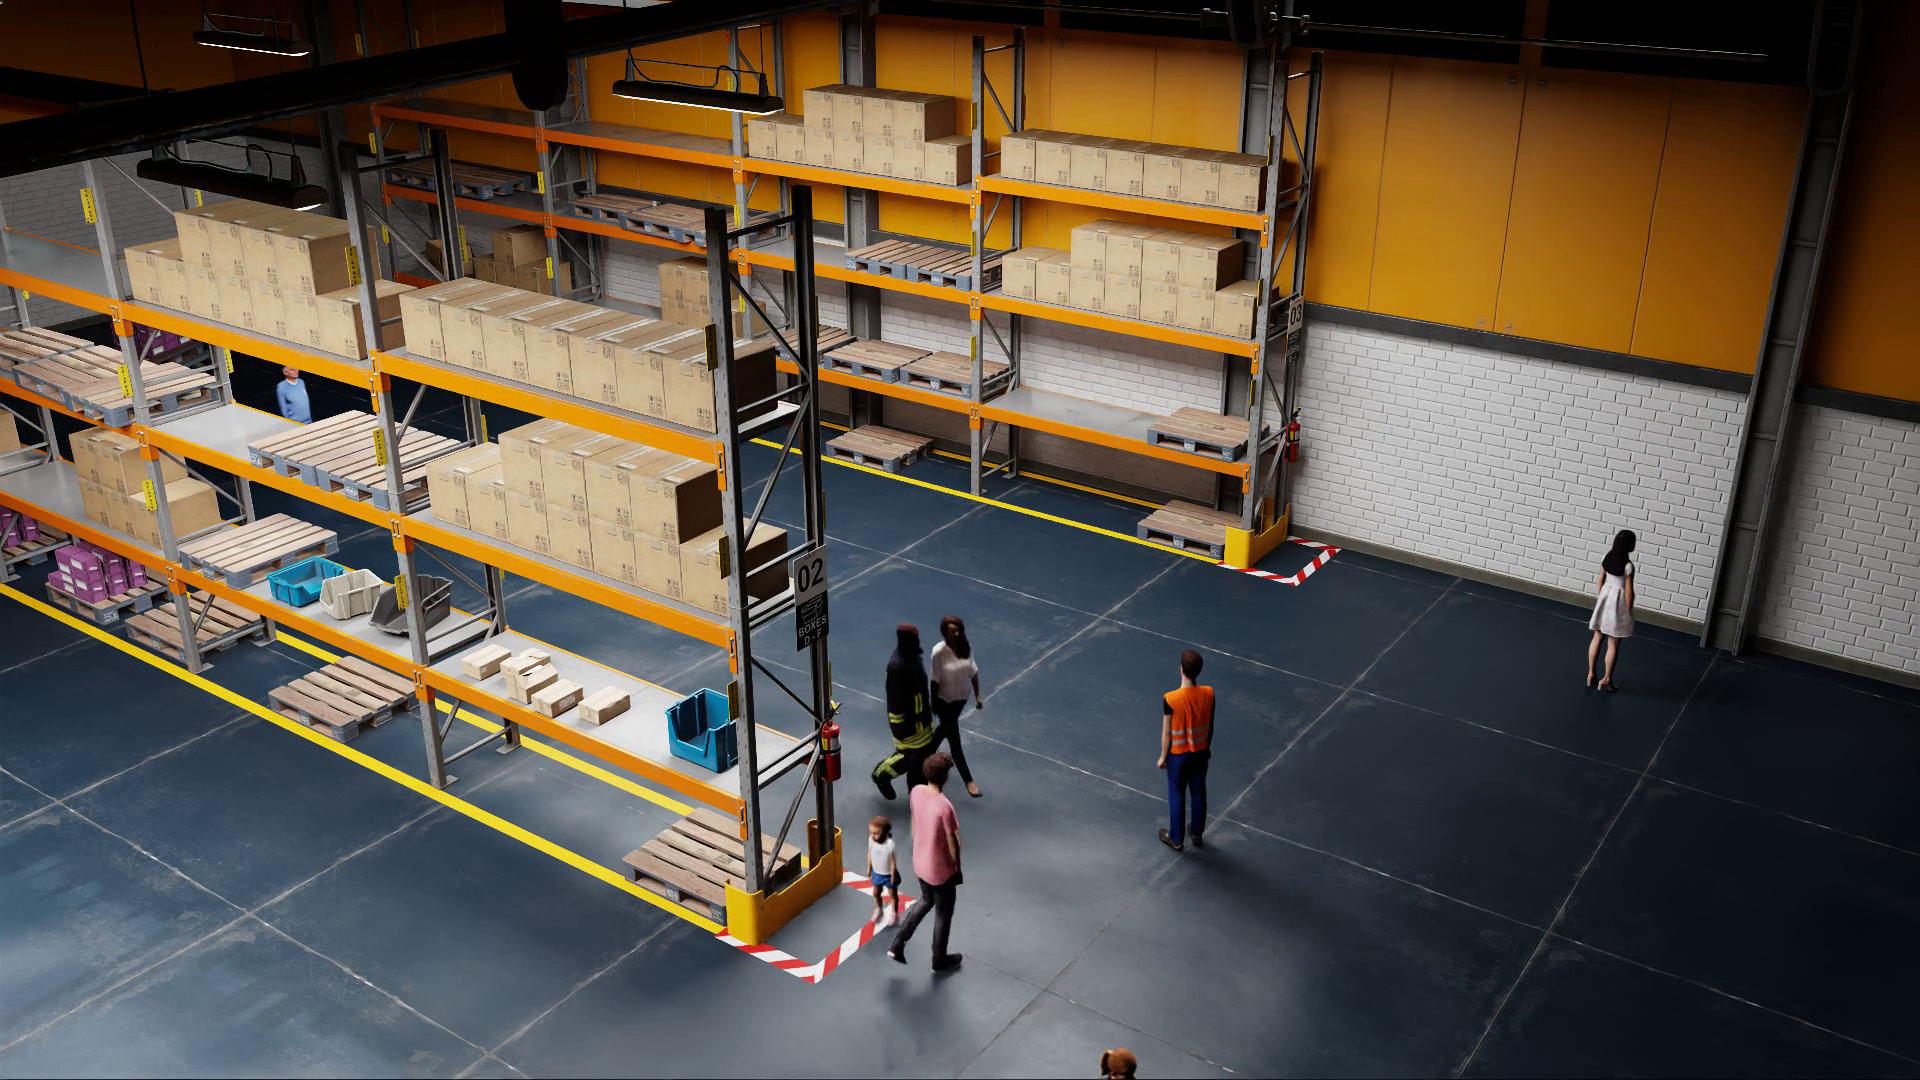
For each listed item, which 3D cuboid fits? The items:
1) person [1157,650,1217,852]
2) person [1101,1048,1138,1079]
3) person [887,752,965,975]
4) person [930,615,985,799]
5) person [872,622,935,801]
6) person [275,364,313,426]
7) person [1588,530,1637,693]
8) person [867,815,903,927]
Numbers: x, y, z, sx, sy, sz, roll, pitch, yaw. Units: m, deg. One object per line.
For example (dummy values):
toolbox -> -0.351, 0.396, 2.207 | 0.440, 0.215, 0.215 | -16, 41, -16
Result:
person -> 1.992, 1.841, 14.534 | 0.794, 1.888, 0.830 | -7, 25, -17
person -> 0.981, 3.812, 10.757 | 0.516, 1.302, 0.548 | 21, 31, 39
person -> -0.276, 2.555, 12.831 | 0.818, 1.943, 0.892 | -19, 30, -36
person -> -0.133, 1.491, 15.521 | 0.850, 1.738, 1.216 | -18, 29, -35
person -> -0.532, 1.563, 15.265 | 1.001, 1.812, 0.902 | 7, 24, 15
person -> -8.955, -1.587, 22.459 | 0.647, 1.820, 0.706 | 9, 25, 20
person -> 6.760, 0.728, 17.221 | 0.820, 1.775, 0.725 | -12, 26, -25
person -> -0.607, 2.696, 13.668 | 0.372, 1.015, 0.480 | 13, 27, 27
